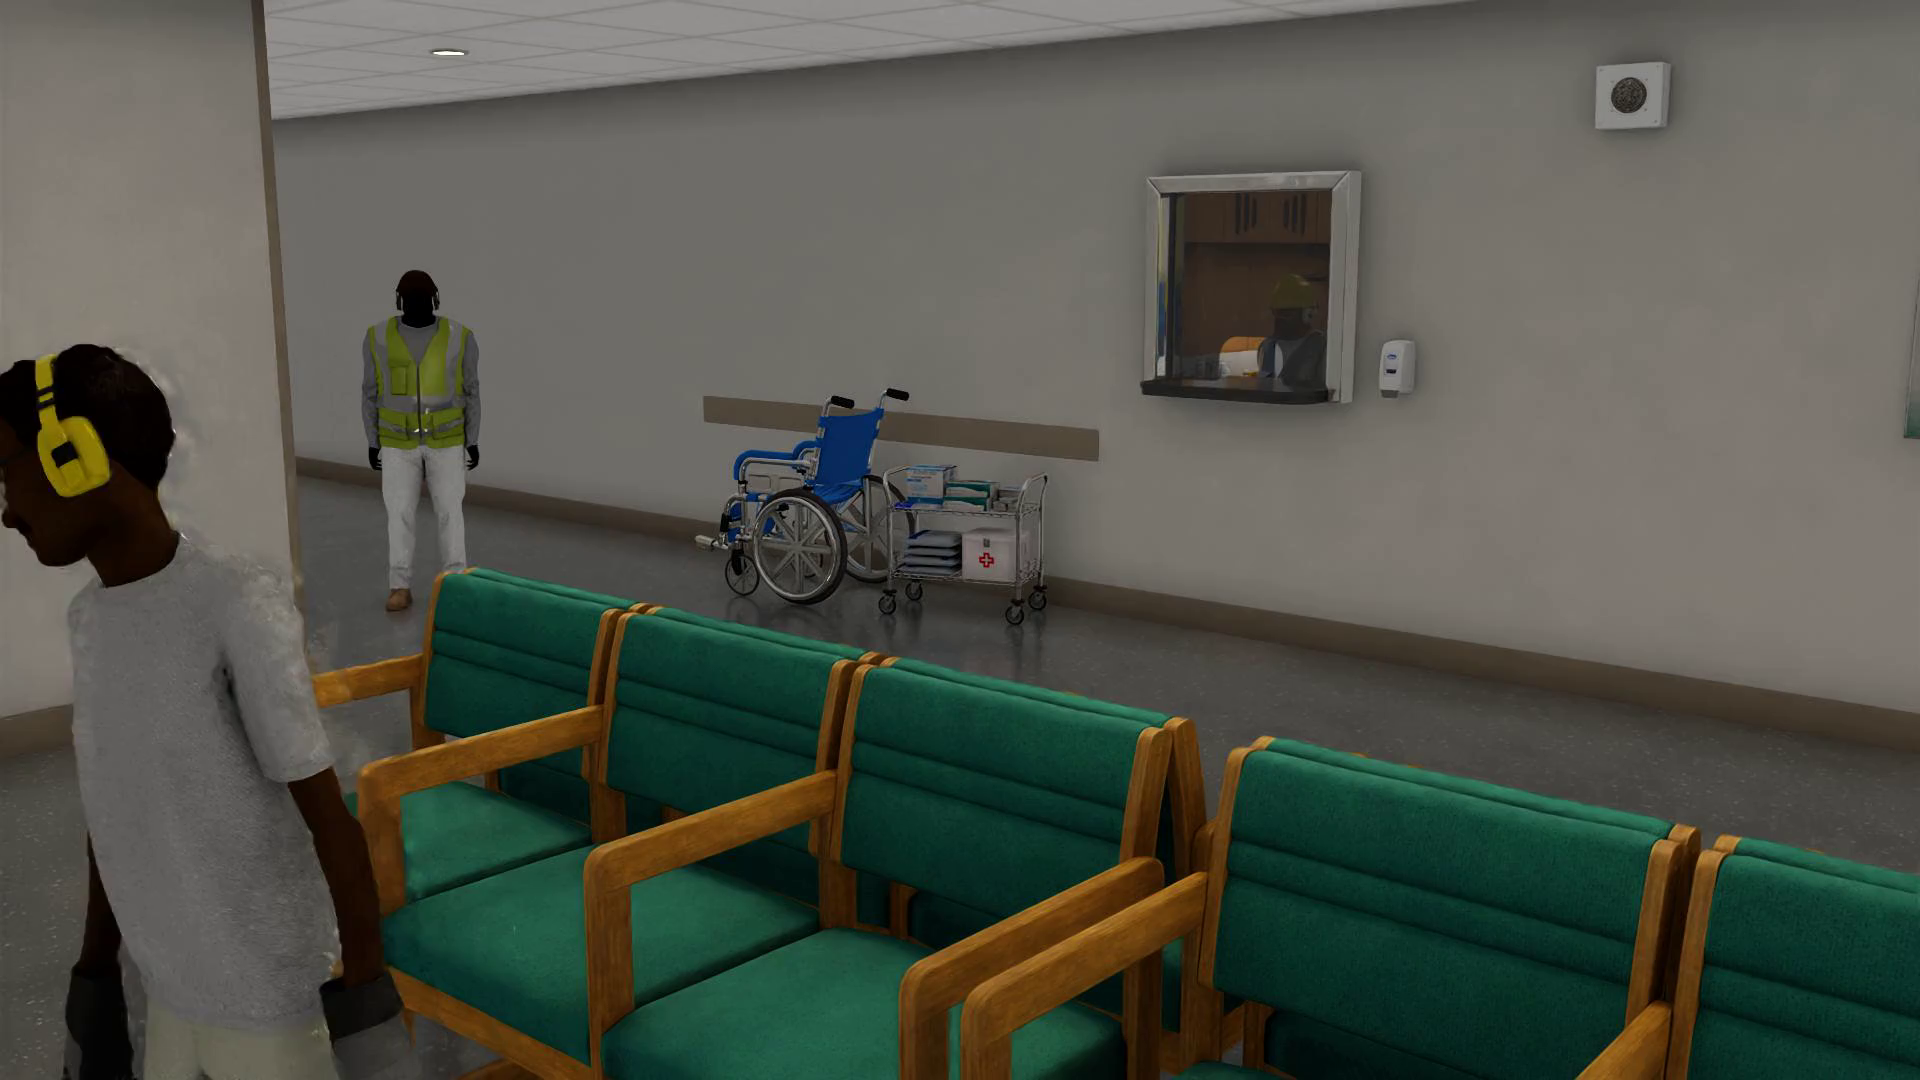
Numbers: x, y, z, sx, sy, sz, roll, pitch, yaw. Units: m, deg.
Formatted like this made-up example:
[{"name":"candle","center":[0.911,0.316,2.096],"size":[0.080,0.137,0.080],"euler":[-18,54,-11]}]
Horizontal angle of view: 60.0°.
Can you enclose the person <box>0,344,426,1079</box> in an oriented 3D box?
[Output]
[{"name":"person","center":[-0.975,0.660,2.269],"size":[0.675,1.835,0.341],"euler":[6,12,32]}]

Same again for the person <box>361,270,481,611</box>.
[{"name":"person","center":[-2.917,-0.537,9.042],"size":[0.623,1.844,0.429],"euler":[-3,10,-15]}]

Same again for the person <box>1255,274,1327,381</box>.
[{"name":"person","center":[1.783,-0.504,8.914],"size":[0.405,1.823,0.591],"euler":[-7,12,-34]}]
